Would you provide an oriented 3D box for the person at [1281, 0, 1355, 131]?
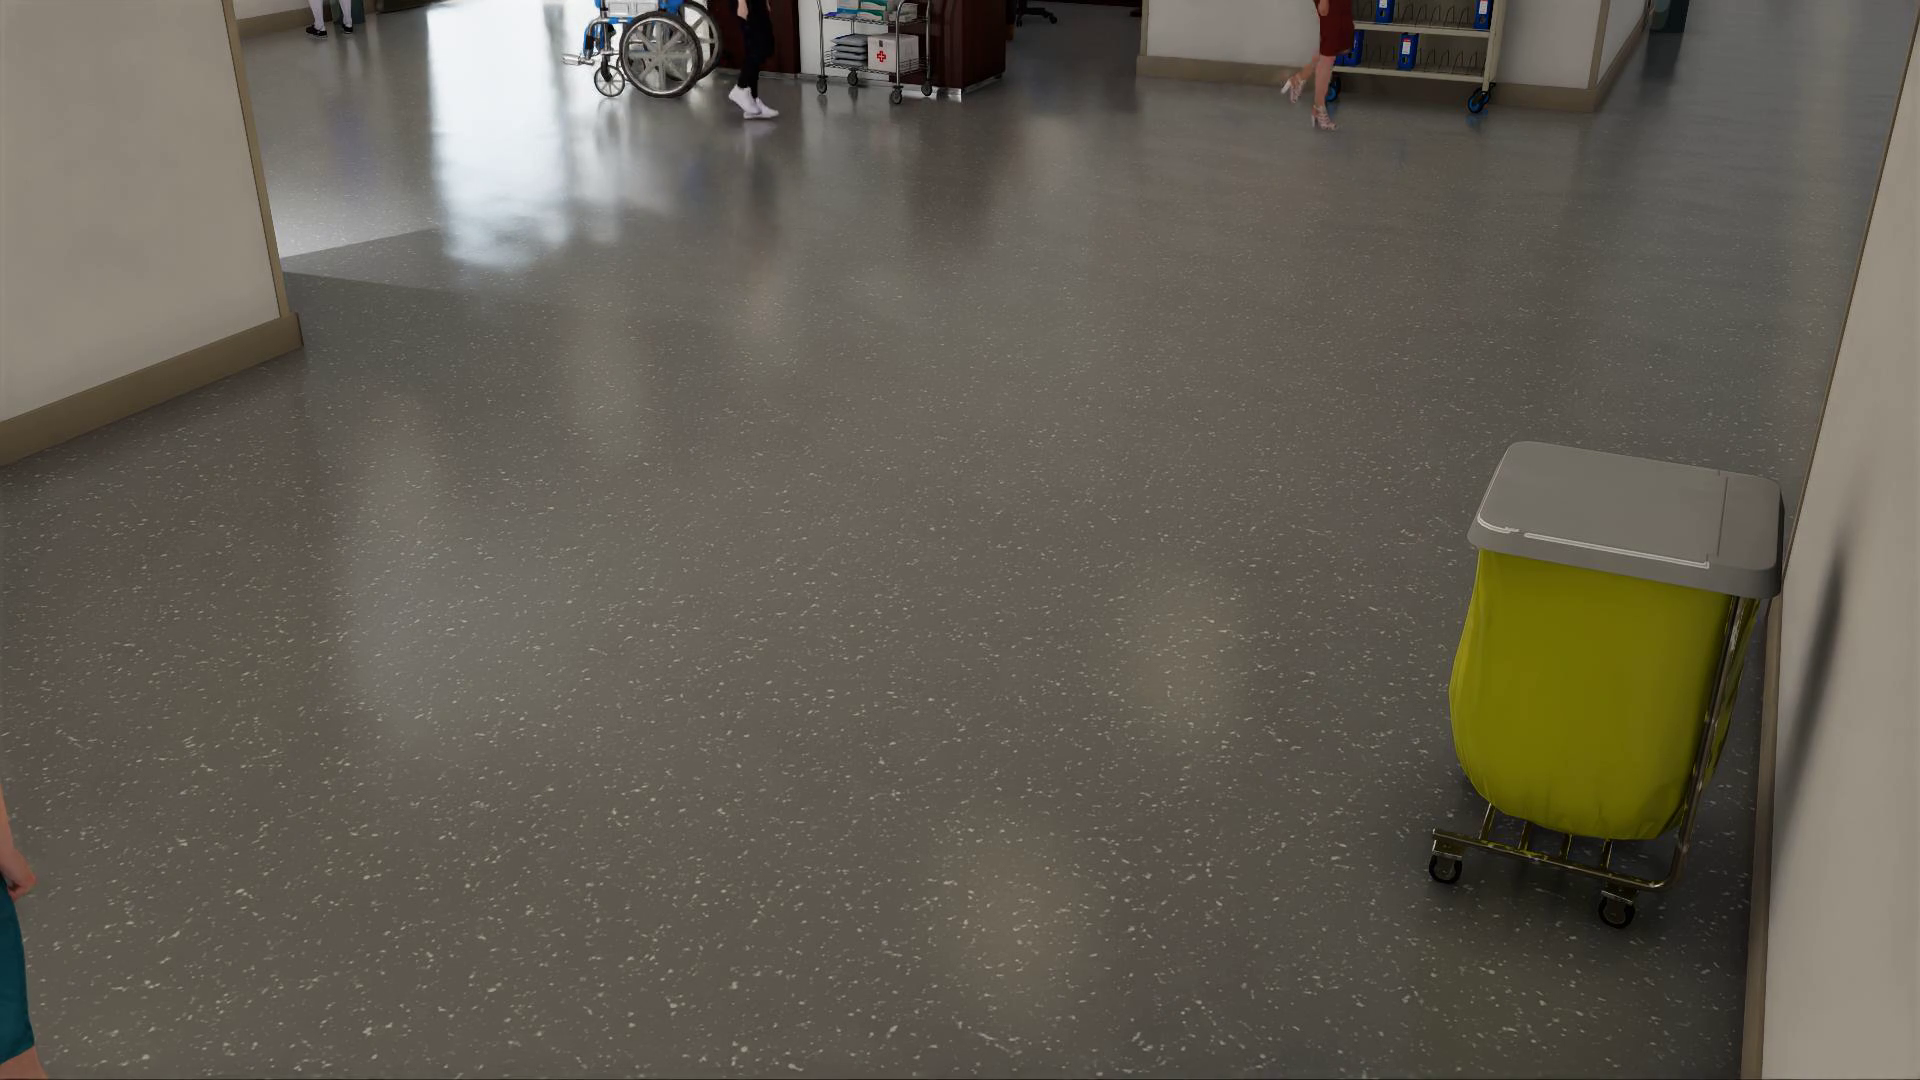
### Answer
[{"bbox_3d":[2.458,-3.680,11.323,0.705,1.736,0.635,14,29,27],"label":"person"}]

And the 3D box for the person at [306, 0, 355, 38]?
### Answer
[{"bbox_3d":[-5.826,-5.520,15.019,0.744,1.841,0.705,-21,33,-37],"label":"person"}]

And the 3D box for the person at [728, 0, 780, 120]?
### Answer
[{"bbox_3d":[-1.540,-3.780,11.650,0.698,1.633,0.685,4,26,8],"label":"person"}]
